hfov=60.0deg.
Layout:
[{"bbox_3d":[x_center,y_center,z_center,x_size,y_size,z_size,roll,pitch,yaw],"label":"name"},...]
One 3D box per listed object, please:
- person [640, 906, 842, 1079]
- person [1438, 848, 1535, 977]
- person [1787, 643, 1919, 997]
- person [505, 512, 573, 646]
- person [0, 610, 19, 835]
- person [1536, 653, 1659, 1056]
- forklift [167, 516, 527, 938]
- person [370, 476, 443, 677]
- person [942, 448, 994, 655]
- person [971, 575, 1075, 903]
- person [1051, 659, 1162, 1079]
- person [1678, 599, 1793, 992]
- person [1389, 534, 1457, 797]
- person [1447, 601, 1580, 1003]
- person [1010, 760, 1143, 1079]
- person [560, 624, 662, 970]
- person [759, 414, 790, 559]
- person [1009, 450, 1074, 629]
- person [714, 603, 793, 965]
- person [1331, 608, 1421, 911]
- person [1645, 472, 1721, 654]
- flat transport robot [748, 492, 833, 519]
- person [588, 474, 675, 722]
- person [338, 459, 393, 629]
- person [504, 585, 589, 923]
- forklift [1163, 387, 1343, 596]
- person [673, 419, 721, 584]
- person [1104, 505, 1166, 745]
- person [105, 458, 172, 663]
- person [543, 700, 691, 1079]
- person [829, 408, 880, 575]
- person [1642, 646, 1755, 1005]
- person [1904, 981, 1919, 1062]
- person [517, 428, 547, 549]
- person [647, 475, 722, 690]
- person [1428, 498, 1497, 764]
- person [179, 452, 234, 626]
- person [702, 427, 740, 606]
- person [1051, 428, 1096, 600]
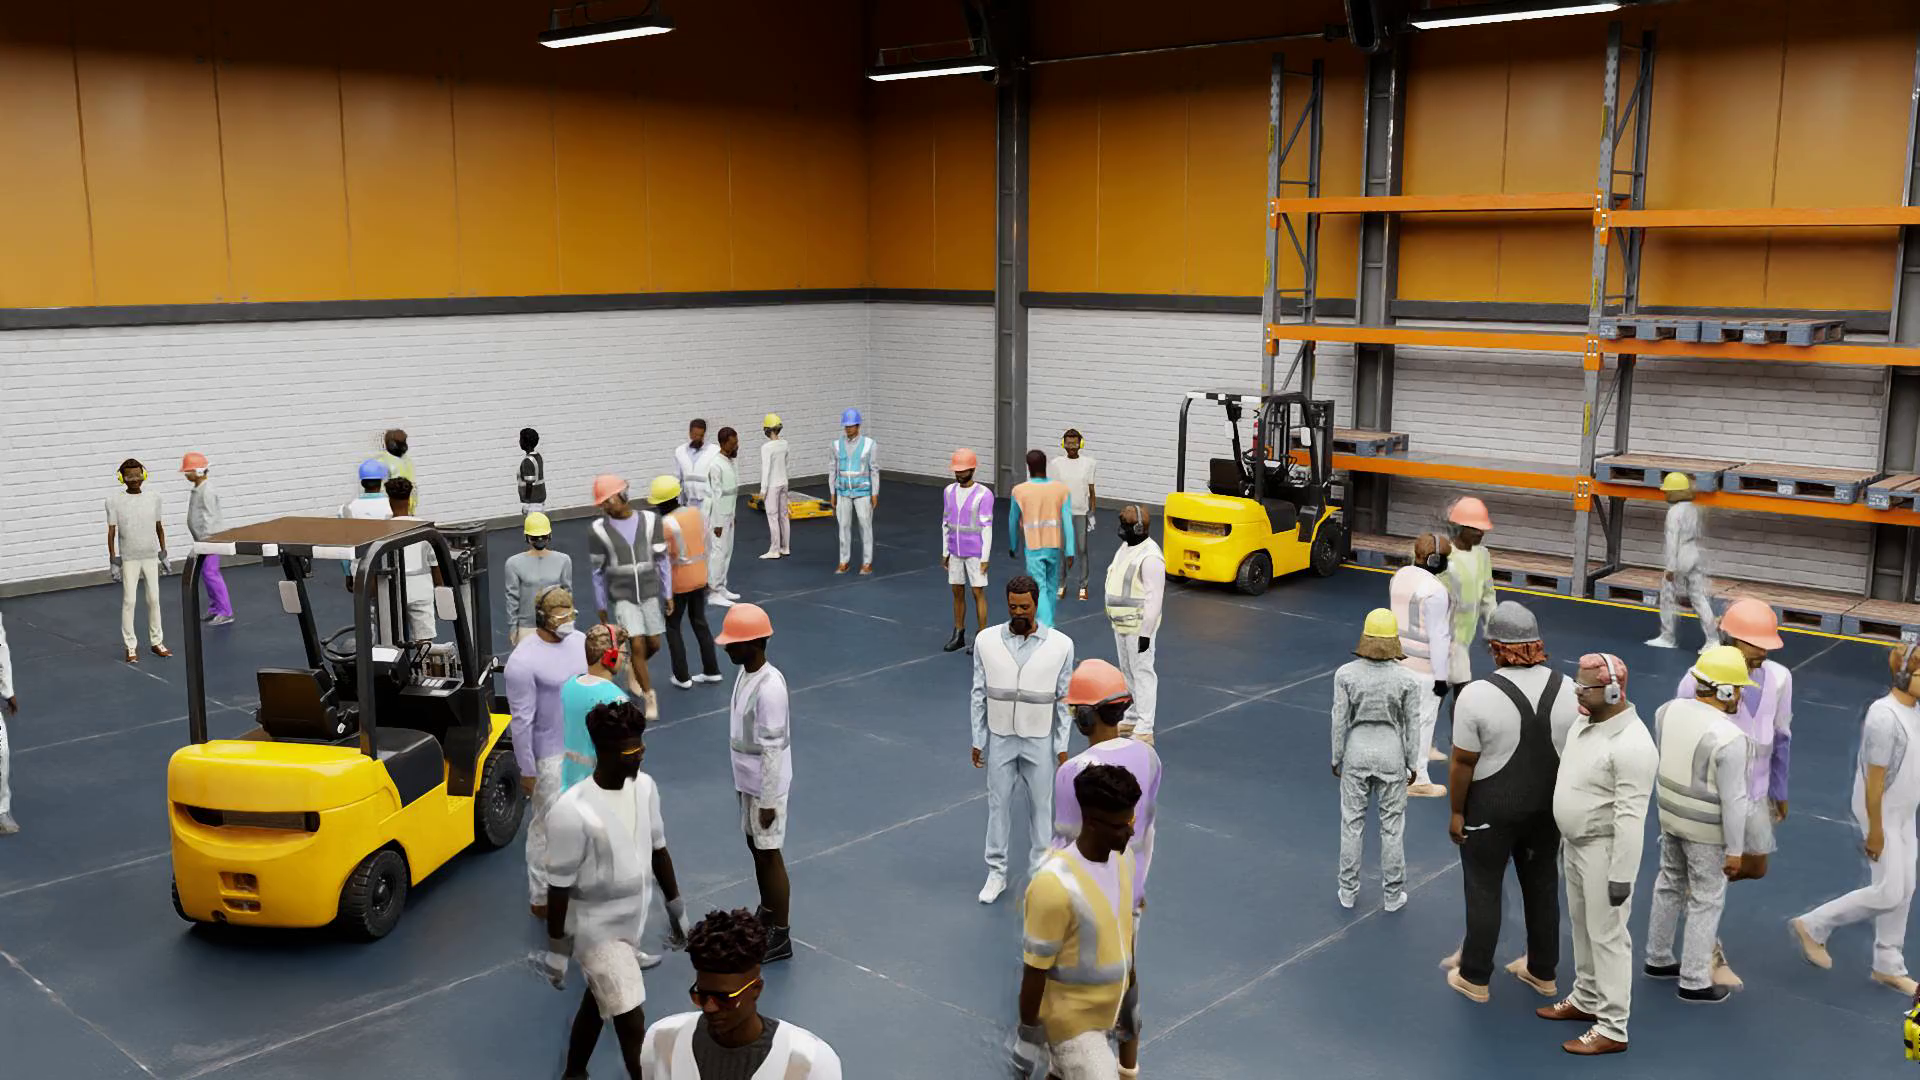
[{"bbox_3d":[-0.626,1.974,4.714,0.608,1.966,0.374,2,10,13],"label":"person"},{"bbox_3d":[2.765,1.453,8.512,0.716,1.667,0.550,-5,11,-25],"label":"person"},{"bbox_3d":[4.653,1.397,8.423,0.505,1.832,0.568,-9,14,-42],"label":"person"},{"bbox_3d":[-3.219,0.657,12.787,0.522,1.768,0.312,-5,11,-28],"label":"person"},{"bbox_3d":[-6.301,1.003,10.491,0.627,1.876,0.415,-10,14,-44],"label":"person"},{"bbox_3d":[2.991,1.461,7.844,0.399,1.899,0.650,0,10,-1],"label":"person"},{"bbox_3d":[-3.583,0.976,9.748,1.214,2.155,2.313,2,10,11],"label":"forklift"},{"bbox_3d":[-4.448,0.463,13.348,0.607,1.957,0.380,-5,11,-26],"label":"person"},{"bbox_3d":[0.052,0.104,15.465,0.543,1.931,0.387,7,12,35],"label":"person"},{"bbox_3d":[0.356,1.142,9.588,0.593,1.920,0.391,1,10,7],"label":"person"},{"bbox_3d":[0.587,1.514,7.162,0.409,2.028,0.619,9,14,43],"label":"person"},{"bbox_3d":[3.949,1.264,8.638,0.632,2.020,0.694,-2,10,-10],"label":"person"},{"bbox_3d":[3.185,0.859,11.466,0.429,1.831,0.635,-2,10,-12],"label":"person"},{"bbox_3d":[2.757,1.291,8.391,0.686,2.000,0.535,-2,10,-9],"label":"person"},{"bbox_3d":[0.416,1.732,6.256,1.007,1.918,0.632,6,12,33],"label":"person"},{"bbox_3d":[-1.860,1.345,8.666,0.390,1.838,0.563,-10,14,-44],"label":"person"},{"bbox_3d":[-2.265,-0.649,20.224,0.311,1.768,0.532,5,11,27],"label":"person"},{"bbox_3d":[0.772,0.077,15.840,0.593,1.868,0.965,-3,11,-19],"label":"person"},{"bbox_3d":[-1.087,1.277,8.798,0.388,1.930,0.544,-4,11,-21],"label":"person"},{"bbox_3d":[2.370,1.247,9.497,0.493,1.741,0.315,3,10,17],"label":"person"},{"bbox_3d":[6.796,0.224,15.452,0.588,1.697,0.721,-9,14,-43],"label":"person"},{"bbox_3d":[-2.429,-0.512,23.697,0.652,0.197,1.431,-6,12,-31],"label":"flat transport robot"},{"bbox_3d":[-2.640,0.439,13.404,0.641,1.979,0.753,-4,11,-24],"label":"person"},{"bbox_3d":[-5.088,0.266,14.530,0.605,1.939,0.415,-1,10,-4],"label":"person"},{"bbox_3d":[-2.263,1.188,9.306,0.368,1.927,0.639,5,11,25],"label":"person"},{"bbox_3d":[3.298,-0.608,18.767,1.214,2.155,2.313,9,13,42],"label":"forklift"},{"bbox_3d":[-2.903,-0.438,18.691,0.667,1.884,0.520,4,11,20],"label":"person"},{"bbox_3d":[1.311,0.648,12.621,0.430,1.845,0.619,-3,10,-15],"label":"person"},{"bbox_3d":[-7.508,0.177,15.223,0.531,1.870,0.317,-10,14,-43],"label":"person"},{"bbox_3d":[-1.348,1.606,6.927,0.977,1.915,0.639,4,11,23],"label":"person"},{"bbox_3d":[-1.219,-0.555,19.207,0.611,1.942,0.413,3,10,14],"label":"person"},{"bbox_3d":[3.705,1.416,8.317,0.403,1.818,0.604,-2,10,-14],"label":"person"},{"bbox_3d":[2.601,2.070,4.482,0.515,1.861,0.321,1,10,5],"label":"person"},{"bbox_3d":[-4.978,-0.459,19.340,0.318,1.697,0.535,0,10,-3],"label":"person"},{"bbox_3d":[-2.365,0.364,14.158,0.432,1.876,0.625,6,11,29],"label":"person"},{"bbox_3d":[3.654,0.697,11.902,0.624,1.992,1.015,-8,13,-39],"label":"person"},{"bbox_3d":[-7.585,-0.016,16.695,0.363,1.742,0.571,-7,12,-36],"label":"person"},{"bbox_3d":[-2.509,-0.254,17.600,0.414,1.906,0.615,2,10,9],"label":"person"},{"bbox_3d":[1.214,-0.274,17.835,0.500,1.861,0.328,1,10,8],"label":"person"}]
